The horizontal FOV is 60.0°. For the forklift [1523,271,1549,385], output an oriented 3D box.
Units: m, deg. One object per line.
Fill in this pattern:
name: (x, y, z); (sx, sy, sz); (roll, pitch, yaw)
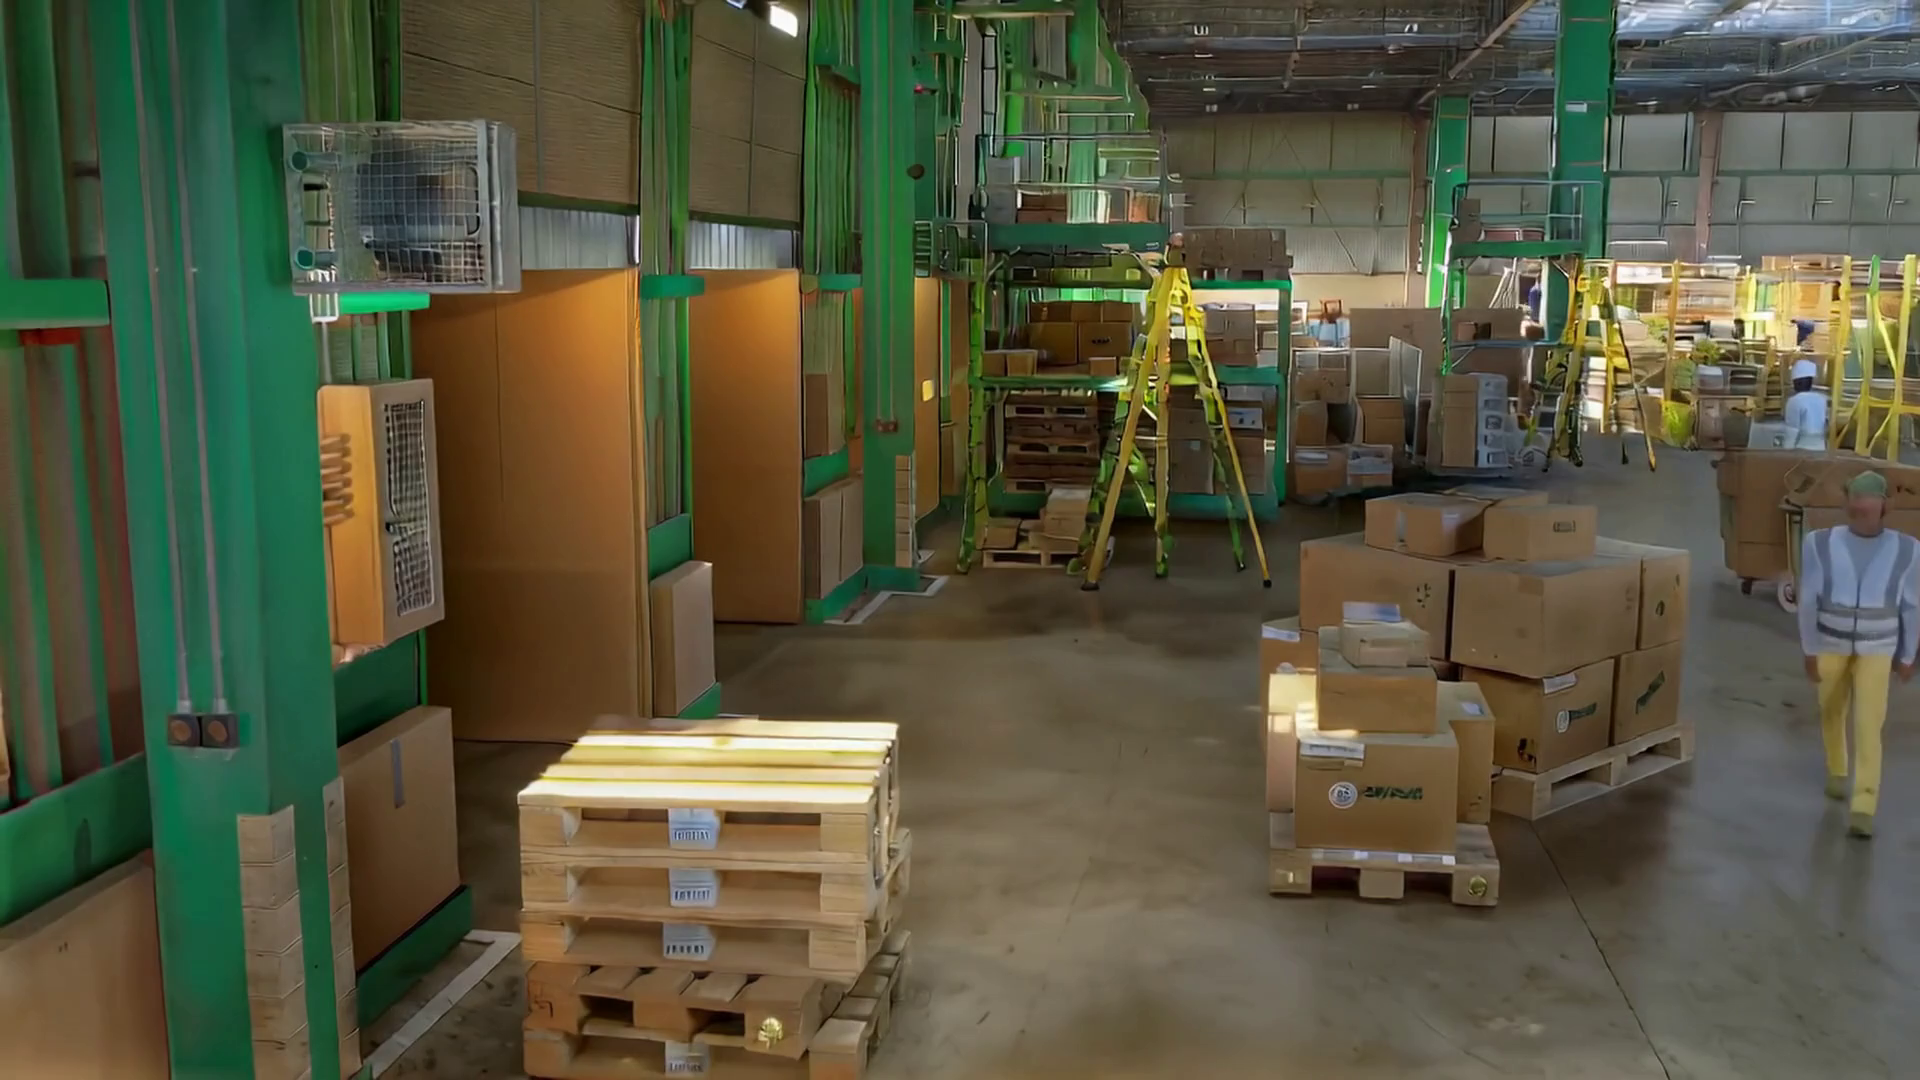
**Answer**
forklift: (14.663, -5.273, 41.289); (1.129, 2.768, 1.873); (3, 10, 16)

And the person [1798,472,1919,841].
person: (4.620, 0.555, 8.586); (0.563, 1.830, 1.032); (5, 11, 30)

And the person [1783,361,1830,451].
person: (8.631, -0.876, 17.105); (0.595, 1.923, 0.378); (-5, 10, -28)

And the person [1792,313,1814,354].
person: (23.716, -5.562, 46.861); (0.814, 1.647, 0.546); (-5, 11, -30)

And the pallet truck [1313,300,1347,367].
pallet truck: (11.159, -6.200, 49.718); (0.823, 1.965, 1.885); (4, 10, 26)

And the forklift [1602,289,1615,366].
forklift: (17.337, -6.024, 45.922); (1.129, 2.768, 1.873); (8, 12, 40)

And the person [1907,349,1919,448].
person: (15.505, -2.344, 26.754); (0.324, 1.734, 0.490); (4, 10, 25)

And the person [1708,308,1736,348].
person: (18.291, -4.594, 40.007); (0.627, 1.936, 0.372); (1, 9, 7)
